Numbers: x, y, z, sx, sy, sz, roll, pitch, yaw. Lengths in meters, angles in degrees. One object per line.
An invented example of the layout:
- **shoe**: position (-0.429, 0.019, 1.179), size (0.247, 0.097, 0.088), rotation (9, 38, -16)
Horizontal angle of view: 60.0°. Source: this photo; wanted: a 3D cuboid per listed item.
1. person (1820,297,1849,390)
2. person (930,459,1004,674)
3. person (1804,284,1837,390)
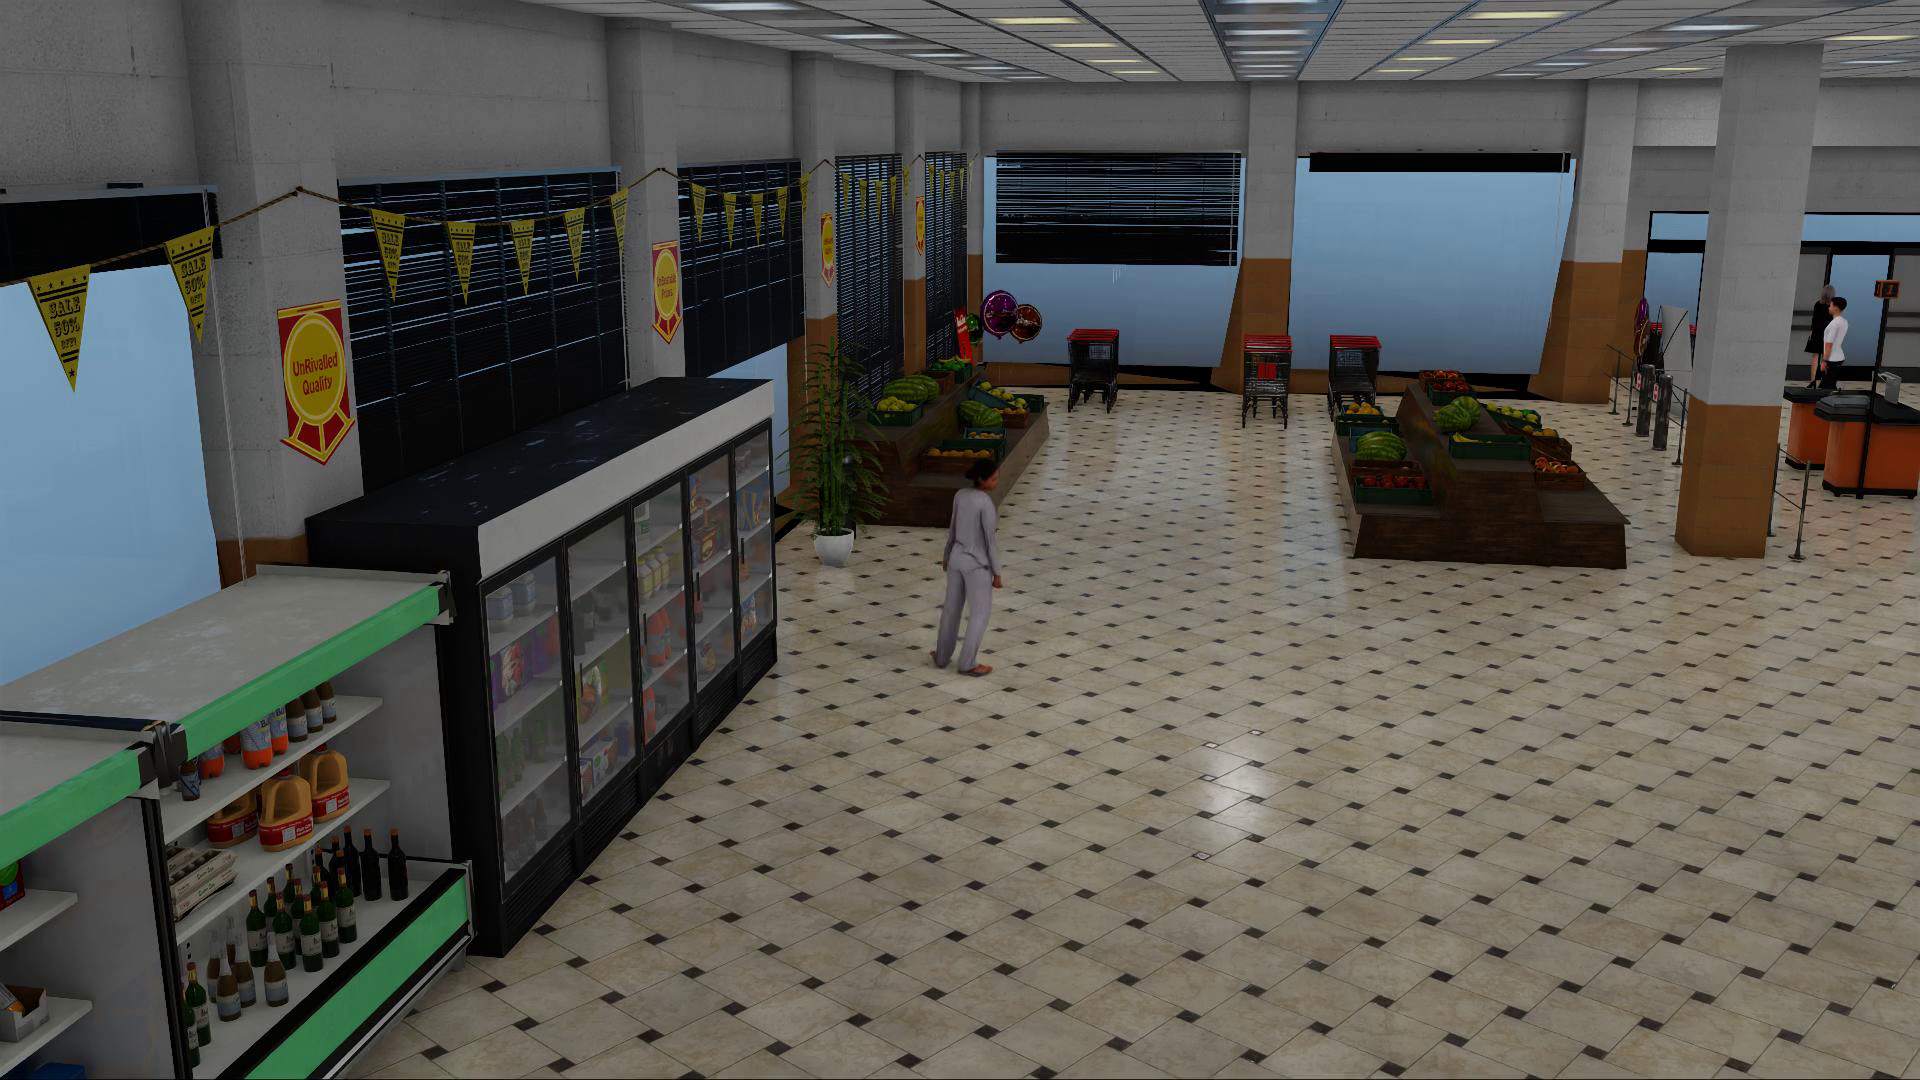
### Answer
- **person**: position (12.941, -2.669, 24.633), size (0.800, 1.848, 0.696), rotation (13, 18, 42)
- **person**: position (0.023, 0.203, 13.085), size (0.897, 1.710, 0.916), rotation (11, 17, 38)
- **person**: position (14.497, -3.421, 27.953), size (0.631, 1.745, 0.609), rotation (0, 14, 1)
